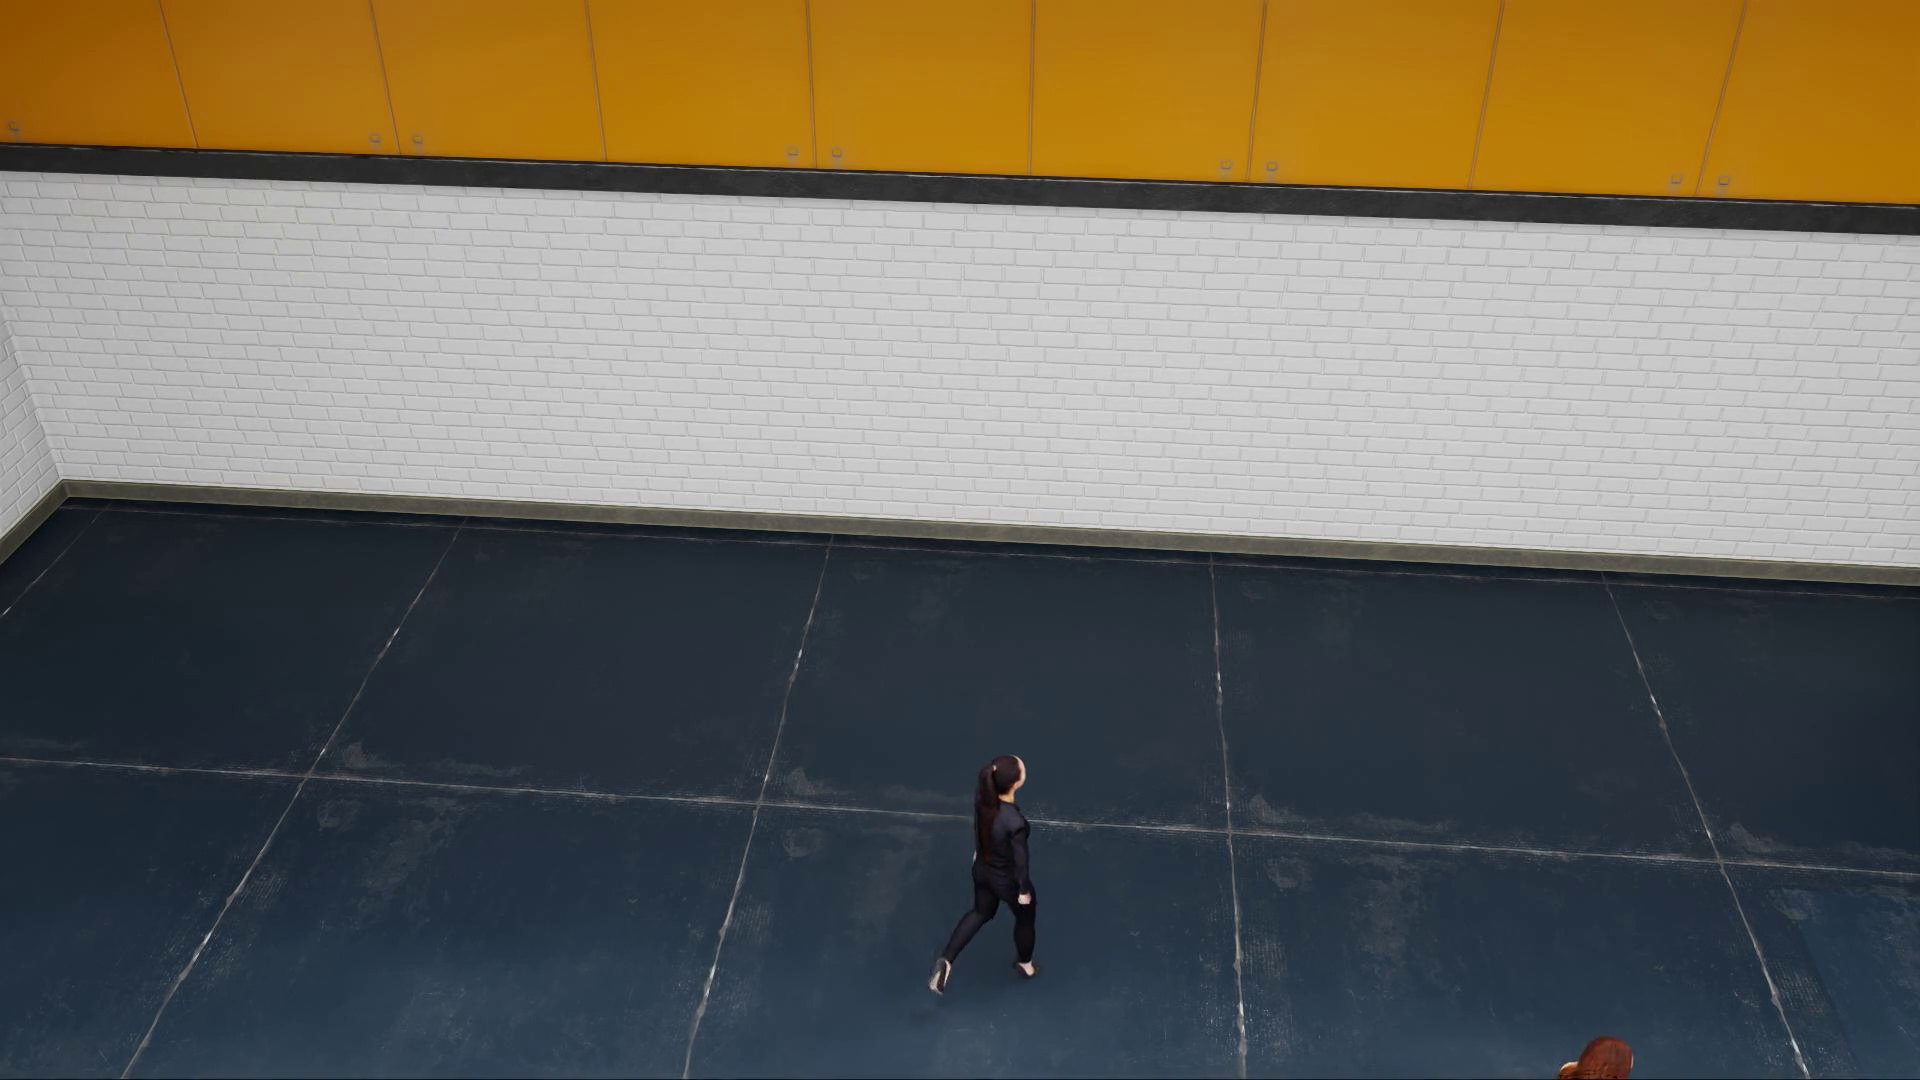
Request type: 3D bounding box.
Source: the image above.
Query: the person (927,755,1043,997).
[{"bbox_3d":[0.172,1.843,8.929,1.028,1.691,0.997,-22,39,-29],"label":"person"}]

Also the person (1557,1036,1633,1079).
[{"bbox_3d":[2.625,2.834,7.424,0.787,1.705,0.818,-6,34,-10],"label":"person"}]
